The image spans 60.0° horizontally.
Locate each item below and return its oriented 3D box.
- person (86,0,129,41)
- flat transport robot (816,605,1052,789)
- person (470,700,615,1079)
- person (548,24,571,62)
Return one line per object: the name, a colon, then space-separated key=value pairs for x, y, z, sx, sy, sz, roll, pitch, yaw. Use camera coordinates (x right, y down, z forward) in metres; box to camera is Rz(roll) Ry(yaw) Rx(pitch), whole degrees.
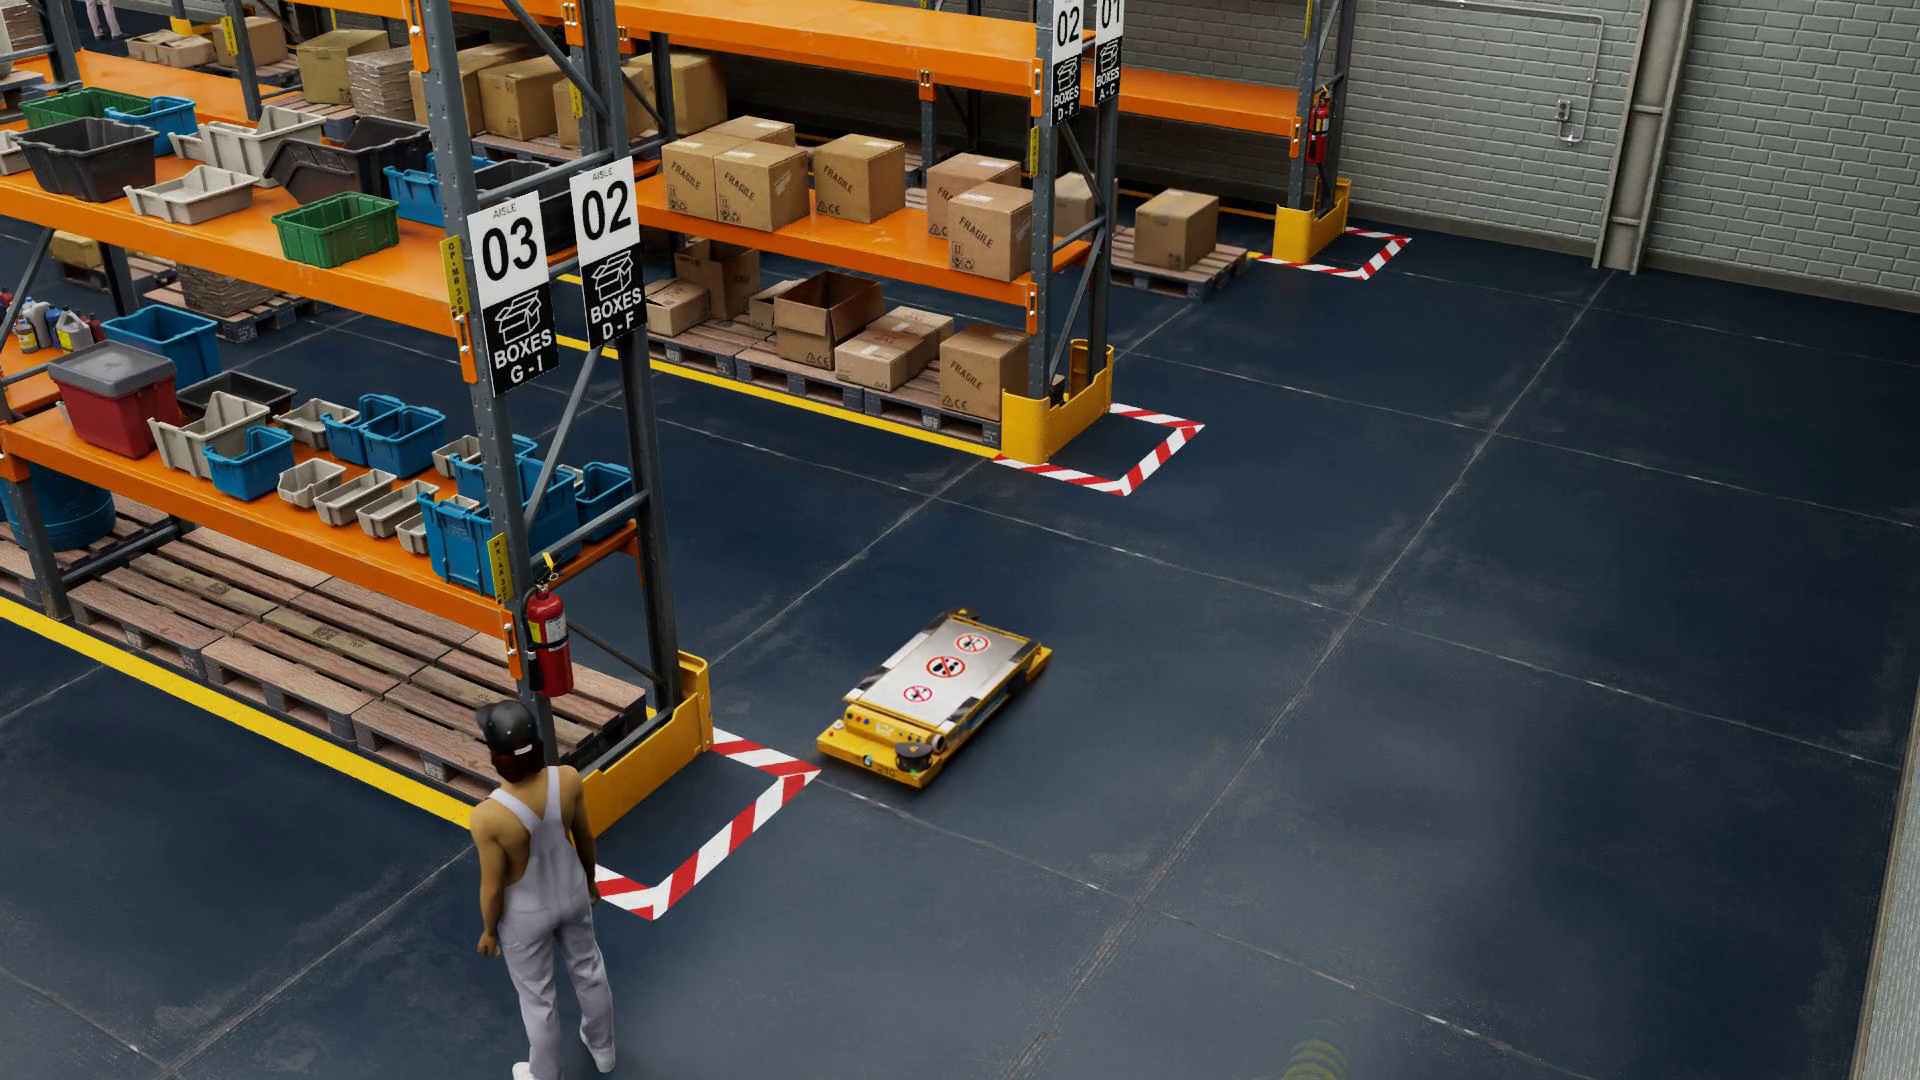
person: x=-12.108 y=-7.912 z=23.214 sx=0.568 sy=1.840 sz=0.378 roll=1 pitch=29 yaw=1
flat transport robot: x=-0.114 y=0.830 z=9.145 sx=0.659 sy=0.231 sz=1.431 roll=16 pitch=33 yaw=27
person: x=-1.643 y=1.400 z=6.485 sx=0.506 sy=1.863 sz=0.373 roll=-25 pitch=38 yaw=-37
person: x=-4.005 y=-4.484 z=17.219 sx=0.532 sy=1.690 sz=0.322 roll=12 pitch=31 yaw=21
